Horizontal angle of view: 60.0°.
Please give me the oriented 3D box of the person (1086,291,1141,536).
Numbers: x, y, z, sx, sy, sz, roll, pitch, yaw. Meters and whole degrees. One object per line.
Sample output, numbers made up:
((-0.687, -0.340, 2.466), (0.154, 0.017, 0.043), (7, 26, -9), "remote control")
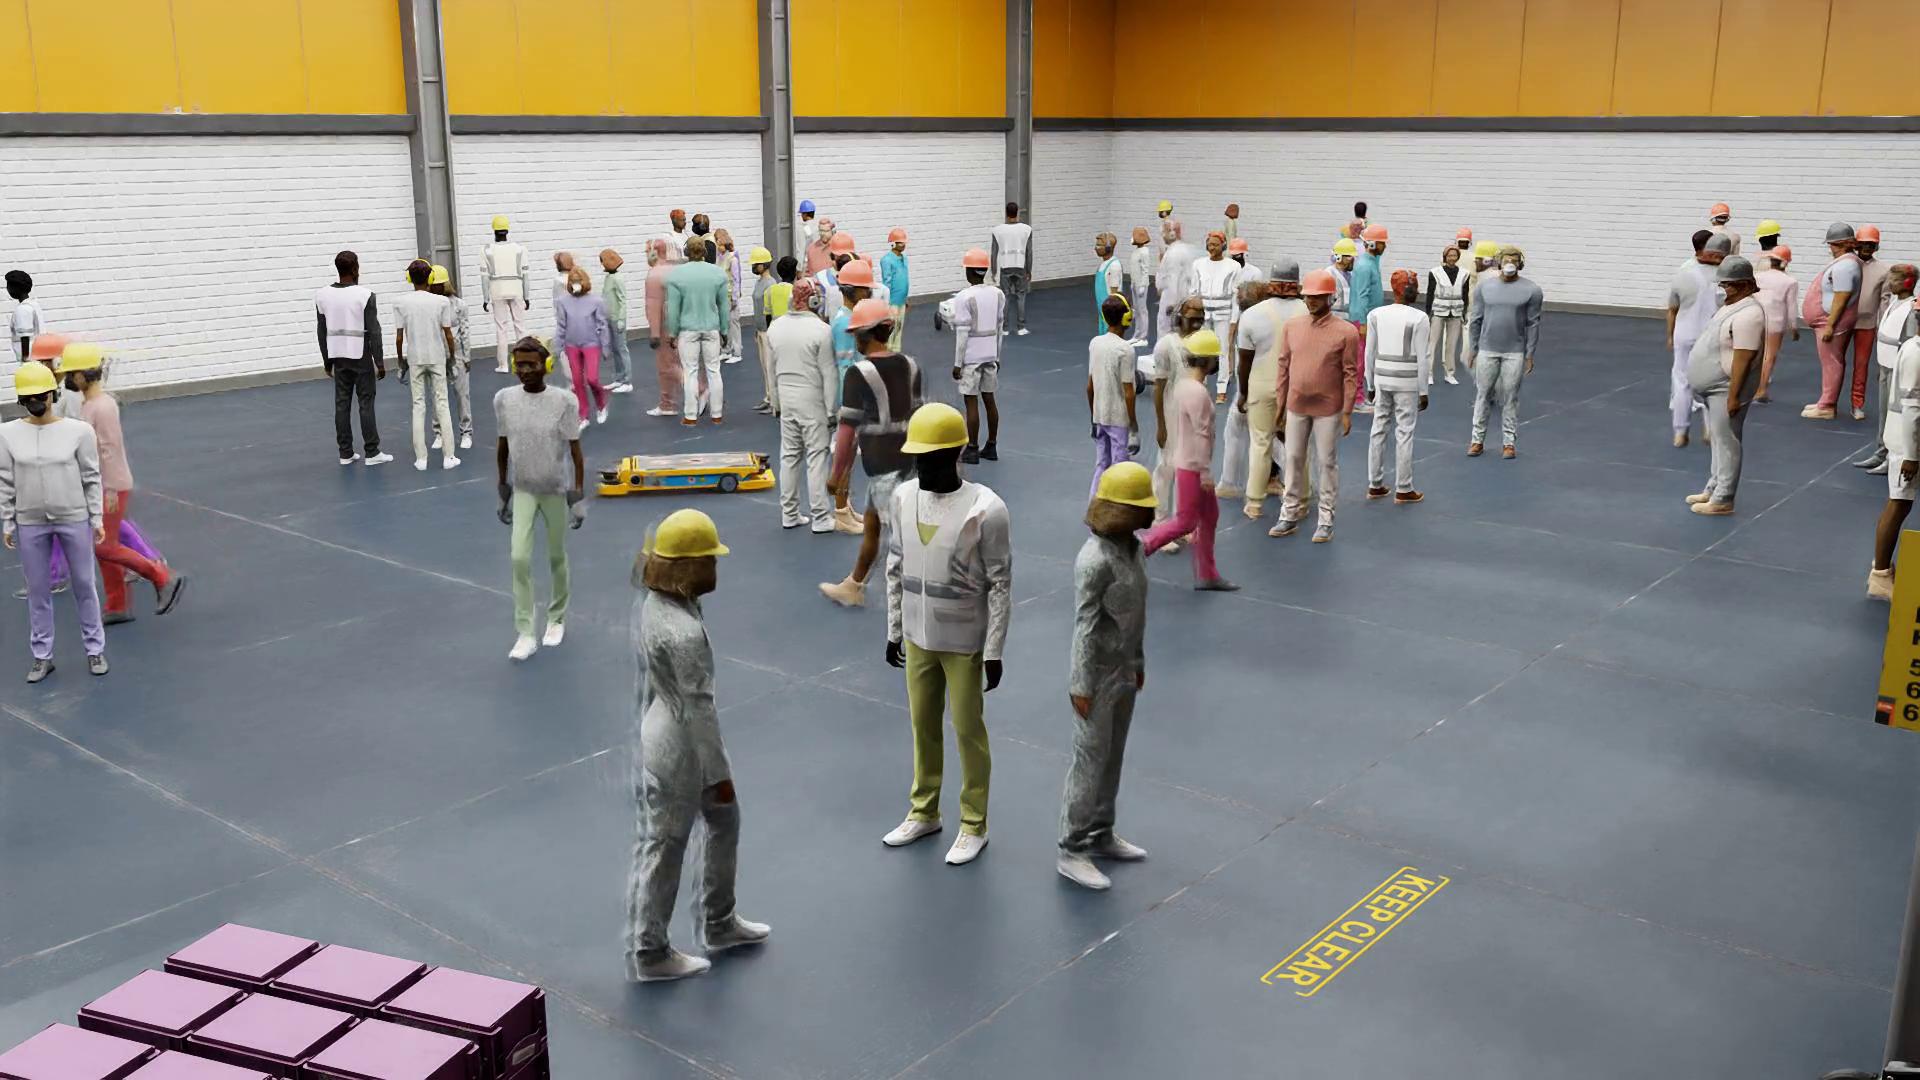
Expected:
((1.104, -0.814, 11.764), (0.321, 1.876, 0.532), (-9, 16, -31), "person")

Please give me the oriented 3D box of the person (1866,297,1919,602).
((6.111, -0.611, 10.623), (0.381, 2.036, 0.616), (8, 16, 30), "person")

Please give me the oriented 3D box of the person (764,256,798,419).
((-1.773, -2.081, 17.182), (0.540, 1.697, 0.316), (8, 16, 30), "person")

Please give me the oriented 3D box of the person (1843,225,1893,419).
((9.302, -2.258, 17.284), (0.612, 1.997, 0.376), (5, 15, 19), "person")

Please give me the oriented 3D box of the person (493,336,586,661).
((-2.421, -0.231, 9.484), (0.560, 1.842, 0.790), (0, 14, 0), "person")

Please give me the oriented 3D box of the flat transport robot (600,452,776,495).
((-2.299, -0.573, 14.051), (1.431, 0.197, 0.652), (-3, 14, -11), "flat transport robot")

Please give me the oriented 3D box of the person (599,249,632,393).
((-3.951, -2.504, 19.006), (0.281, 1.632, 0.507), (-8, 16, -29), "person")

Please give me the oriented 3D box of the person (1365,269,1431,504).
((3.535, -1.235, 13.430), (0.356, 1.883, 0.573), (-13, 19, -42), "person")

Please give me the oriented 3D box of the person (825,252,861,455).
((-1.039, -1.717, 15.382), (0.516, 1.871, 0.325), (13, 19, 43), "person")

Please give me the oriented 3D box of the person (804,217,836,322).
((-1.627, -2.983, 20.372), (0.642, 1.906, 0.410), (6, 15, 22), "person")

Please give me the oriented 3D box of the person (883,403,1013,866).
((-0.073, 0.386, 6.860), (0.595, 1.925, 0.371), (10, 17, 35), "person")

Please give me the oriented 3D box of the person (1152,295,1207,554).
((1.593, -0.832, 11.912), (0.505, 1.838, 0.349), (-10, 17, -35), "person")

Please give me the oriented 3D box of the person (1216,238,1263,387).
((3.191, -2.603, 19.180), (0.568, 1.743, 0.350), (11, 18, 36), "person")

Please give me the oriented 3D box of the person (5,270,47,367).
((-8.735, -1.696, 15.673), (0.320, 1.686, 0.539), (-5, 15, -18), "person")

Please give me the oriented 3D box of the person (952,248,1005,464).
((0.145, -1.653, 14.988), (0.551, 1.937, 0.357), (-13, 19, -41), "person")

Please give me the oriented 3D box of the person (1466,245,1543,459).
((4.967, -1.716, 15.238), (0.631, 1.940, 0.372), (6, 15, 22), "person")

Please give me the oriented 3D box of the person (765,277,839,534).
((-1.135, -1.004, 12.461), (0.643, 1.908, 0.399), (10, 17, 35), "person")

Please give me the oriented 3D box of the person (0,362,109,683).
((-4.972, -0.098, 9.123), (0.523, 1.769, 0.317), (-5, 15, -20), "person")

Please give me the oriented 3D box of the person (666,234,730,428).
((-2.631, -2.095, 16.754), (0.635, 1.939, 0.366), (-5, 15, -21), "person")

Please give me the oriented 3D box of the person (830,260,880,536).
((-0.783, -1.059, 12.406), (0.394, 2.039, 0.614), (0, 14, -1), "person")

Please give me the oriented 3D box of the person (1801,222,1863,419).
((9.065, -2.294, 17.339), (0.536, 2.000, 0.674), (9, 17, 33), "person")

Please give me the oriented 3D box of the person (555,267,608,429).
((-3.795, -1.917, 16.683), (0.508, 1.621, 0.338), (2, 14, 8), "person")

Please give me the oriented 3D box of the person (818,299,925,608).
((-0.453, -0.476, 10.225), (1.026, 1.992, 0.614), (8, 16, 30), "person")

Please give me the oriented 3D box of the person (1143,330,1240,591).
((1.444, -0.491, 10.742), (0.734, 1.740, 0.531), (2, 14, 7), "person")

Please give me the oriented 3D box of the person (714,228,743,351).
((-3.199, -3.383, 22.499), (0.513, 1.644, 0.313), (3, 14, 12), "person")

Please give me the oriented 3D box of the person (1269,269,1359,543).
((2.587, -0.978, 12.172), (0.609, 1.996, 0.383), (9, 17, 33), "person")

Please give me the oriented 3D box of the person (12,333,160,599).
((-5.765, -0.507, 10.871), (0.566, 1.714, 0.872), (11, 18, 38), "person")

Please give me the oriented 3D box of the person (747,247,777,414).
((-2.063, -2.207, 17.577), (0.339, 1.760, 0.529), (-5, 15, -21), "person")

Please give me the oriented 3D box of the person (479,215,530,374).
((-5.576, -3.009, 20.422), (0.588, 1.930, 0.377), (-6, 15, -24), "person")

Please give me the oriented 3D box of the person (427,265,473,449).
((-4.837, -1.710, 15.635), (0.480, 1.734, 0.336), (-2, 14, -8), "person")

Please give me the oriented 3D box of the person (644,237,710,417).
((-2.944, -2.180, 17.216), (0.737, 1.881, 0.653), (3, 14, 11), "person")

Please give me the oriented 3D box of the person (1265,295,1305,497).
((2.703, -1.178, 13.634), (0.413, 1.667, 0.553), (1, 14, 4), "person")

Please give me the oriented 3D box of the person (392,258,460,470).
((-4.715, -1.551, 14.720), (0.532, 1.871, 0.321), (-3, 14, -12), "person")
